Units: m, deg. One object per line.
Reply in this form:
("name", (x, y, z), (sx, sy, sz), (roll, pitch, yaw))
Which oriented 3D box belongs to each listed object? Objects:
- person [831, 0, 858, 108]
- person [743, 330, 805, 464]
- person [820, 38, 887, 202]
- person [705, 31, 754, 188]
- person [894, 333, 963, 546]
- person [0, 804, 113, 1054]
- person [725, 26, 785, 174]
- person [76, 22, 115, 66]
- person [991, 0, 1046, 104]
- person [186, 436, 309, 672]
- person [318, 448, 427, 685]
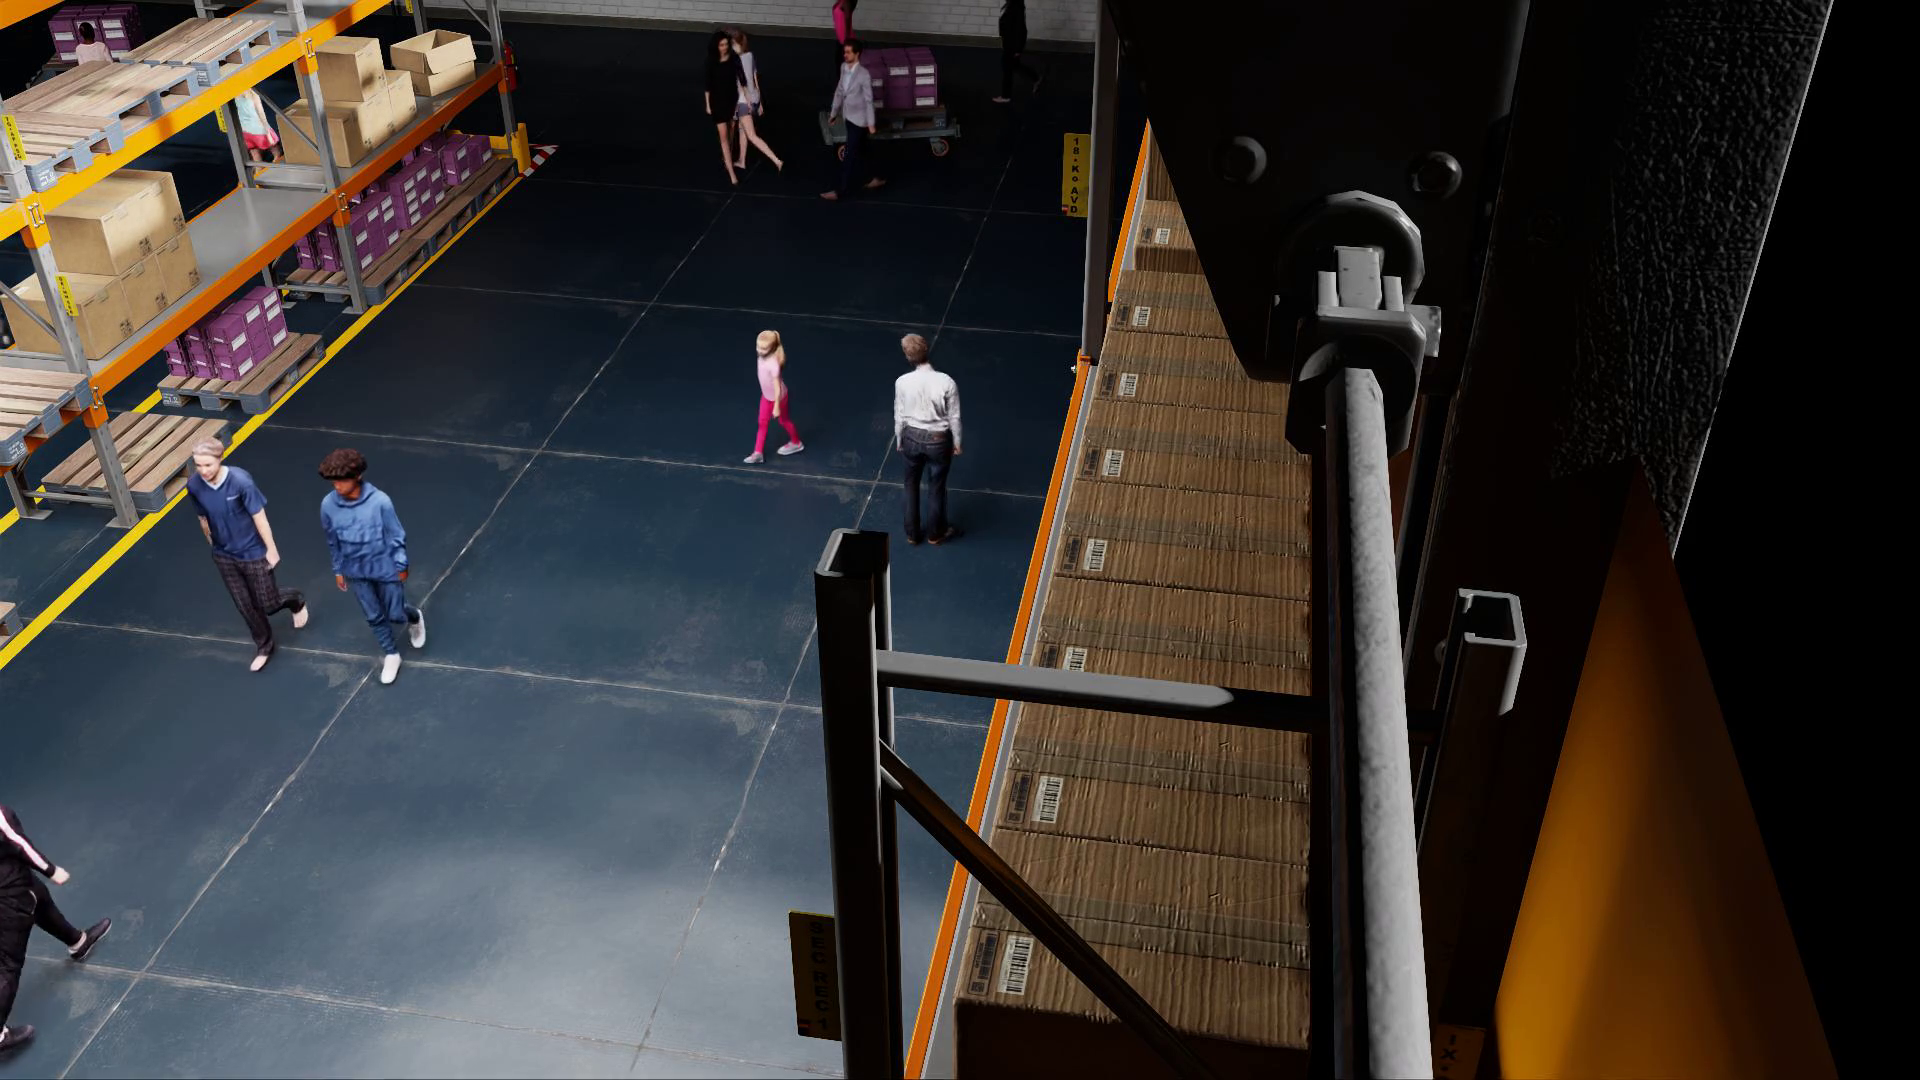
("person", (-1.387, -6.364, 21.338), (0.833, 1.710, 0.853), (-9, 35, -14))
("person", (-1.529, -1.241, 14.052), (0.897, 1.243, 0.823), (-18, 38, -25))
("person", (-1.102, -4.776, 18.868), (1.239, 1.798, 1.208), (-20, 38, -27))
("person", (-2.753, -5.050, 19.311), (0.972, 1.764, 1.085), (-19, 38, -26))
("person", (-0.243, -0.775, 12.844), (0.691, 1.802, 0.575), (16, 37, 22))
("person", (-5.132, 1.924, 8.802), (0.932, 1.783, 1.319), (15, 36, 21))
("person", (-2.398, -5.057, 19.367), (0.912, 1.714, 1.116), (19, 38, 26))
("person", (-10.631, -5.703, 20.581), (0.624, 1.445, 0.638), (-12, 35, -17))
("person", (0.773, -6.477, 21.608), (0.881, 1.597, 0.985), (-5, 34, -7))
("person", (-4.965, 0.033, 11.590), (0.716, 1.846, 0.855), (3, 34, 4))
("person", (-4.047, 0.124, 11.503), (0.757, 1.791, 0.839), (-1, 34, -2))
